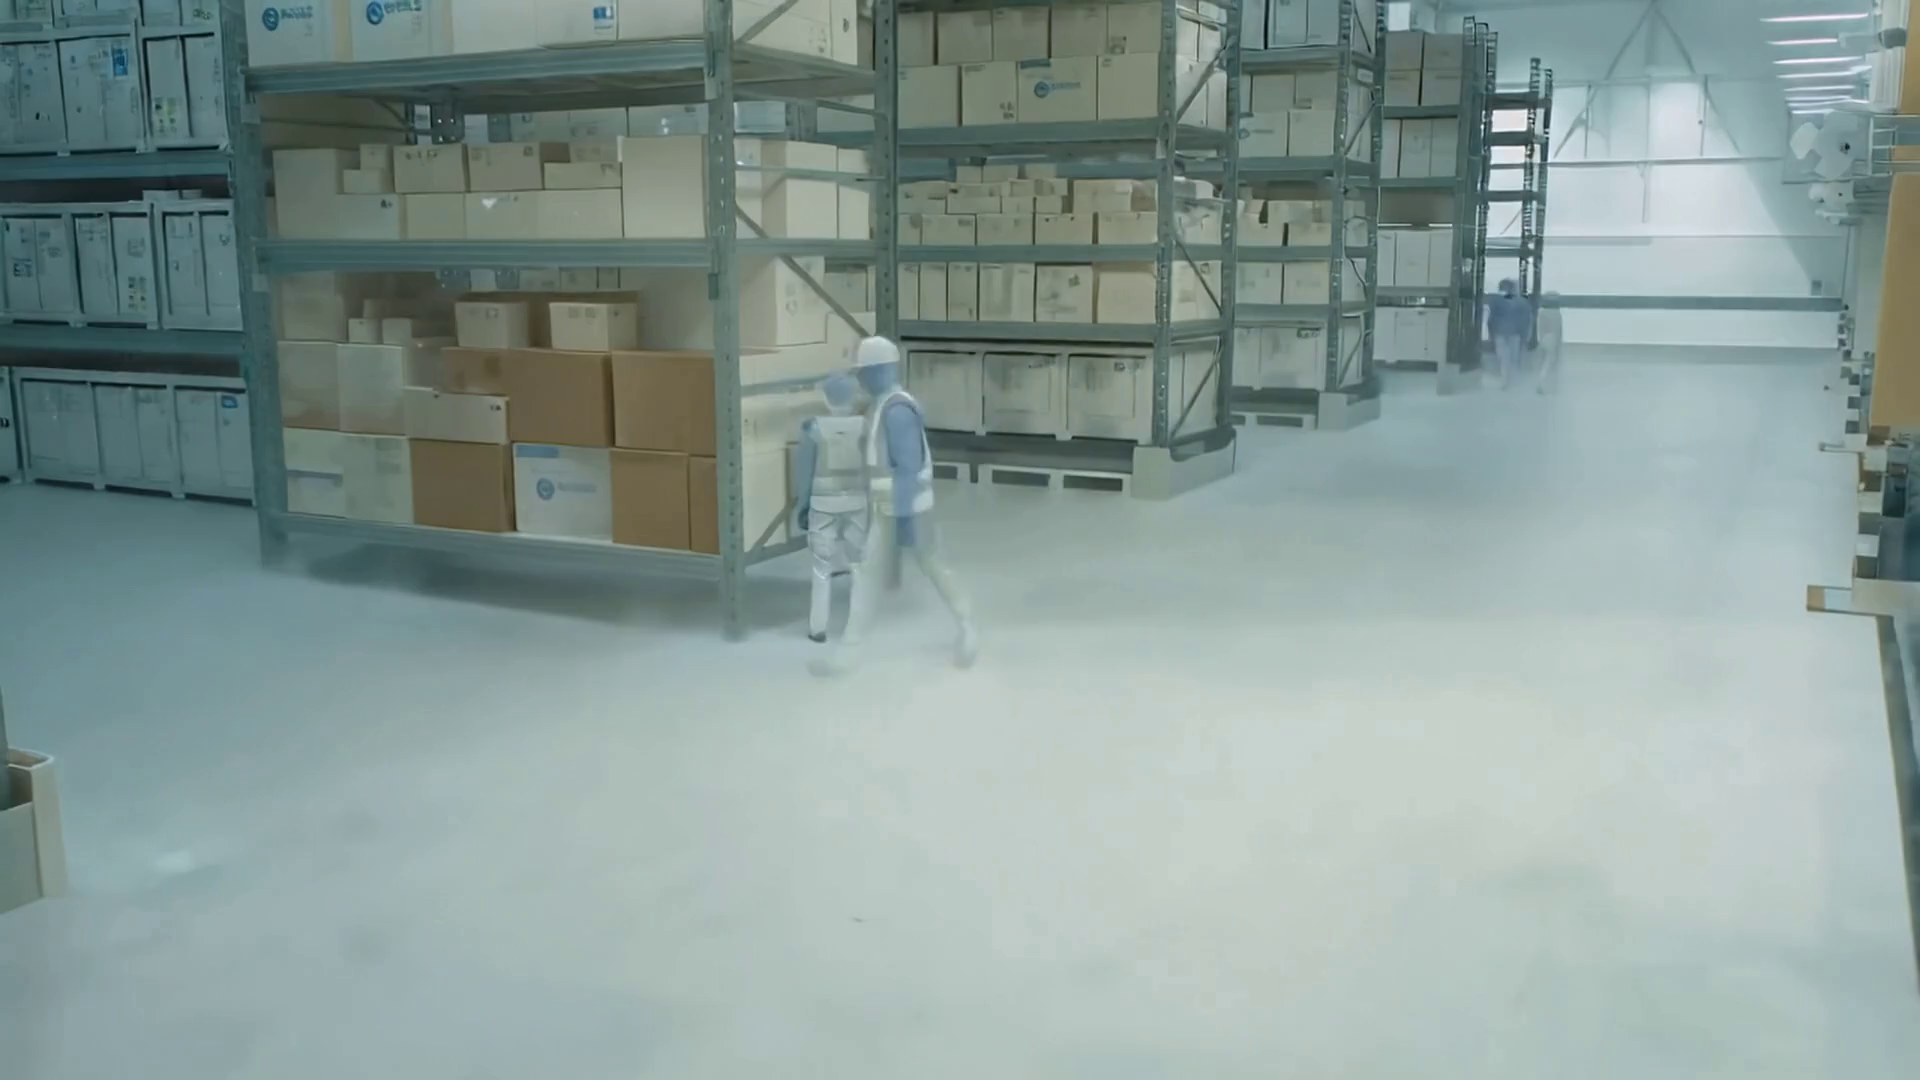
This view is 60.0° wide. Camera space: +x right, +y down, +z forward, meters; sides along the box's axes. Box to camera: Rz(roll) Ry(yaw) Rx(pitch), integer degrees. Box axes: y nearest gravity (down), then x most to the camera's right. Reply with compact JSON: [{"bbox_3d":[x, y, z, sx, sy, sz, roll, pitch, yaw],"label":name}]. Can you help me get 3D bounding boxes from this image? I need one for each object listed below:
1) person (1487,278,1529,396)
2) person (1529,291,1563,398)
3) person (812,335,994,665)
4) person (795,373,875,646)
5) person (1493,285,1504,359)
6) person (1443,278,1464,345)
[{"bbox_3d":[8.941,-3.309,27.180,0.648,1.918,0.446,6,11,30],"label":"person"},{"bbox_3d":[9.477,-3.141,26.771,0.680,1.720,0.500,-3,10,-17],"label":"person"},{"bbox_3d":[-0.289,-0.212,9.378,1.030,1.892,0.662,-2,10,-13],"label":"person"},{"bbox_3d":[-0.716,-0.178,9.890,0.520,1.630,0.321,-3,10,-19],"label":"person"},{"bbox_3d":[11.960,-4.840,36.550,0.591,1.737,0.468,-4,11,-24],"label":"person"},{"bbox_3d":[9.794,-4.228,32.615,0.775,1.881,0.660,6,11,31],"label":"person"}]
